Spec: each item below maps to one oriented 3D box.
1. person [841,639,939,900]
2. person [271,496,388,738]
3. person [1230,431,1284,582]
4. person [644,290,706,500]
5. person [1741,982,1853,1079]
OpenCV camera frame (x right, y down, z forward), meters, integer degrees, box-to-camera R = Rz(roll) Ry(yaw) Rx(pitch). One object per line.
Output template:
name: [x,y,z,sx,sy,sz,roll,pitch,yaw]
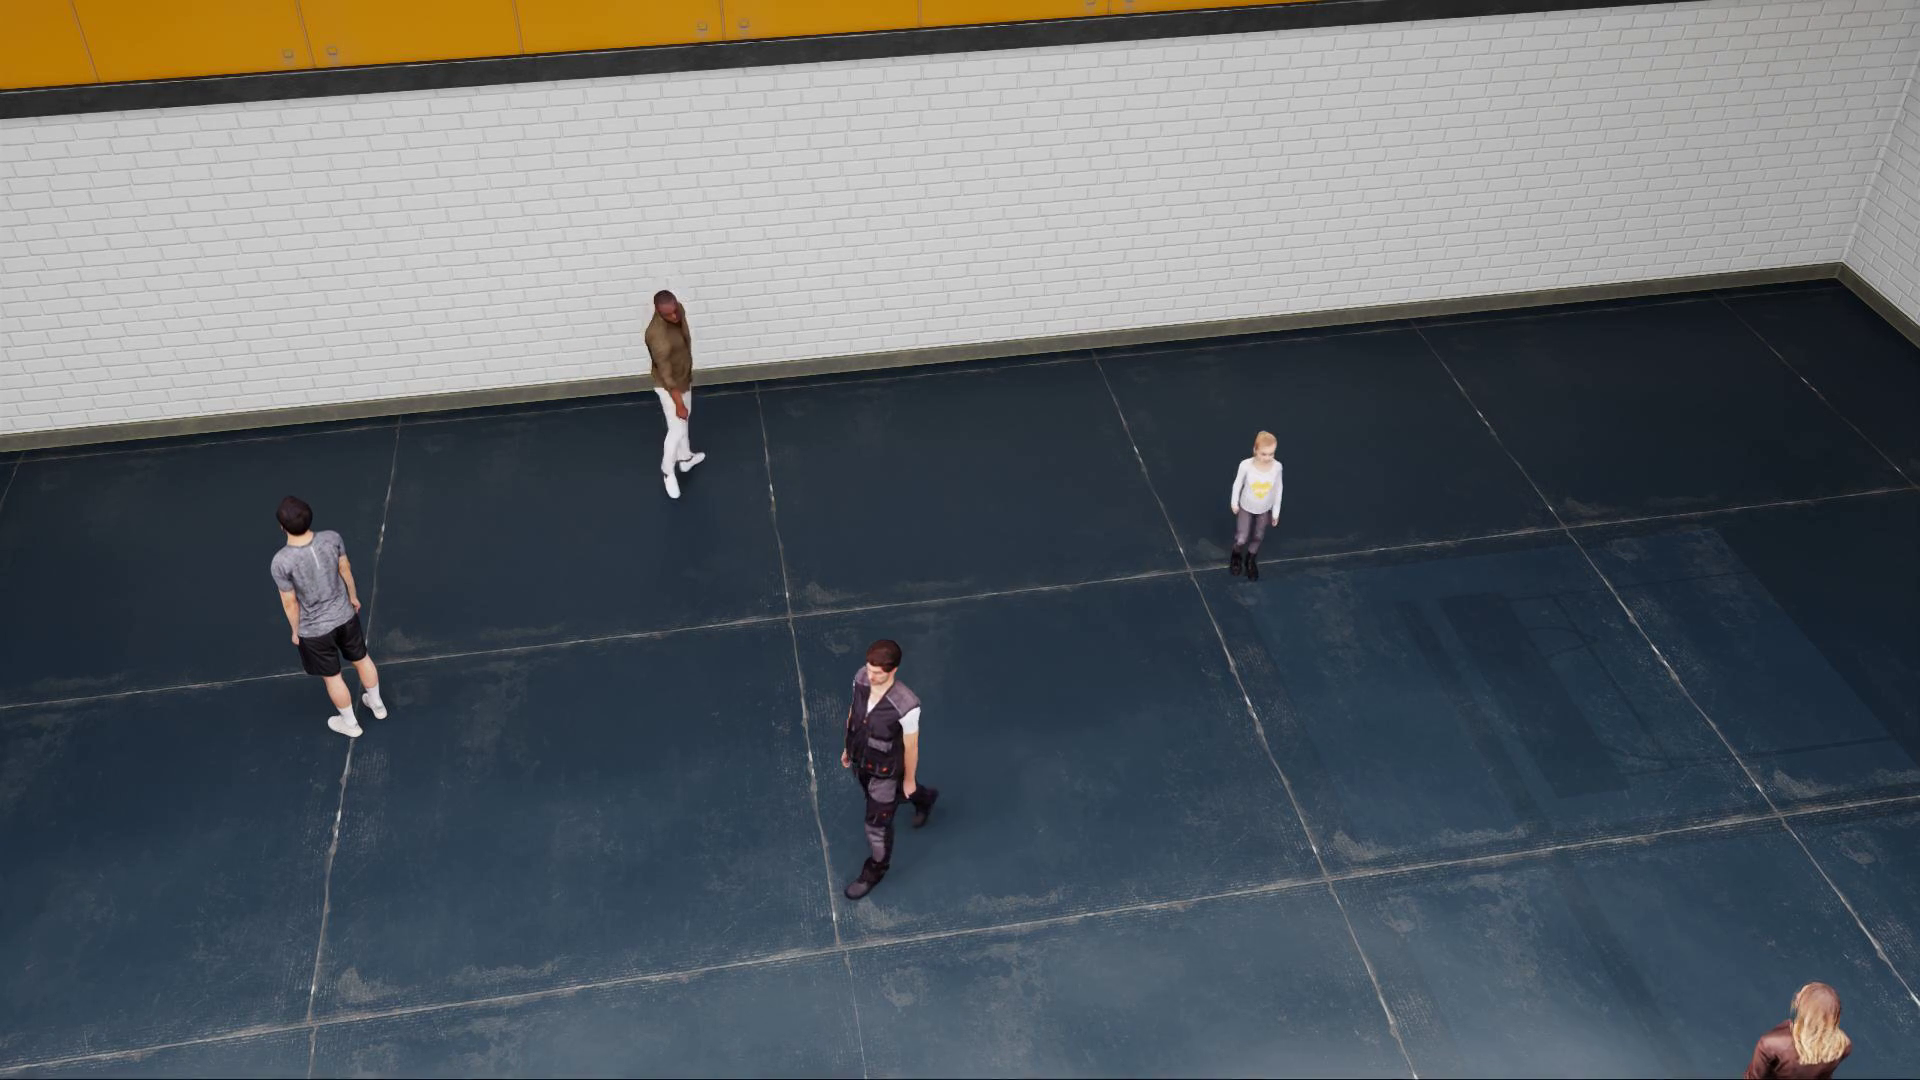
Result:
person: [-0.404,1.243,9.714,1.065,1.829,1.122,-30,47,-32]
person: [-4.038,0.499,10.613,0.774,1.871,0.738,28,46,30]
person: [2.141,-0.287,12.080,0.514,1.268,0.534,-2,39,-2]
person: [-2.204,-1.239,12.851,0.907,1.794,0.637,-6,39,-7]
person: [3.903,2.714,7.974,0.618,1.703,0.529,-3,39,-4]
